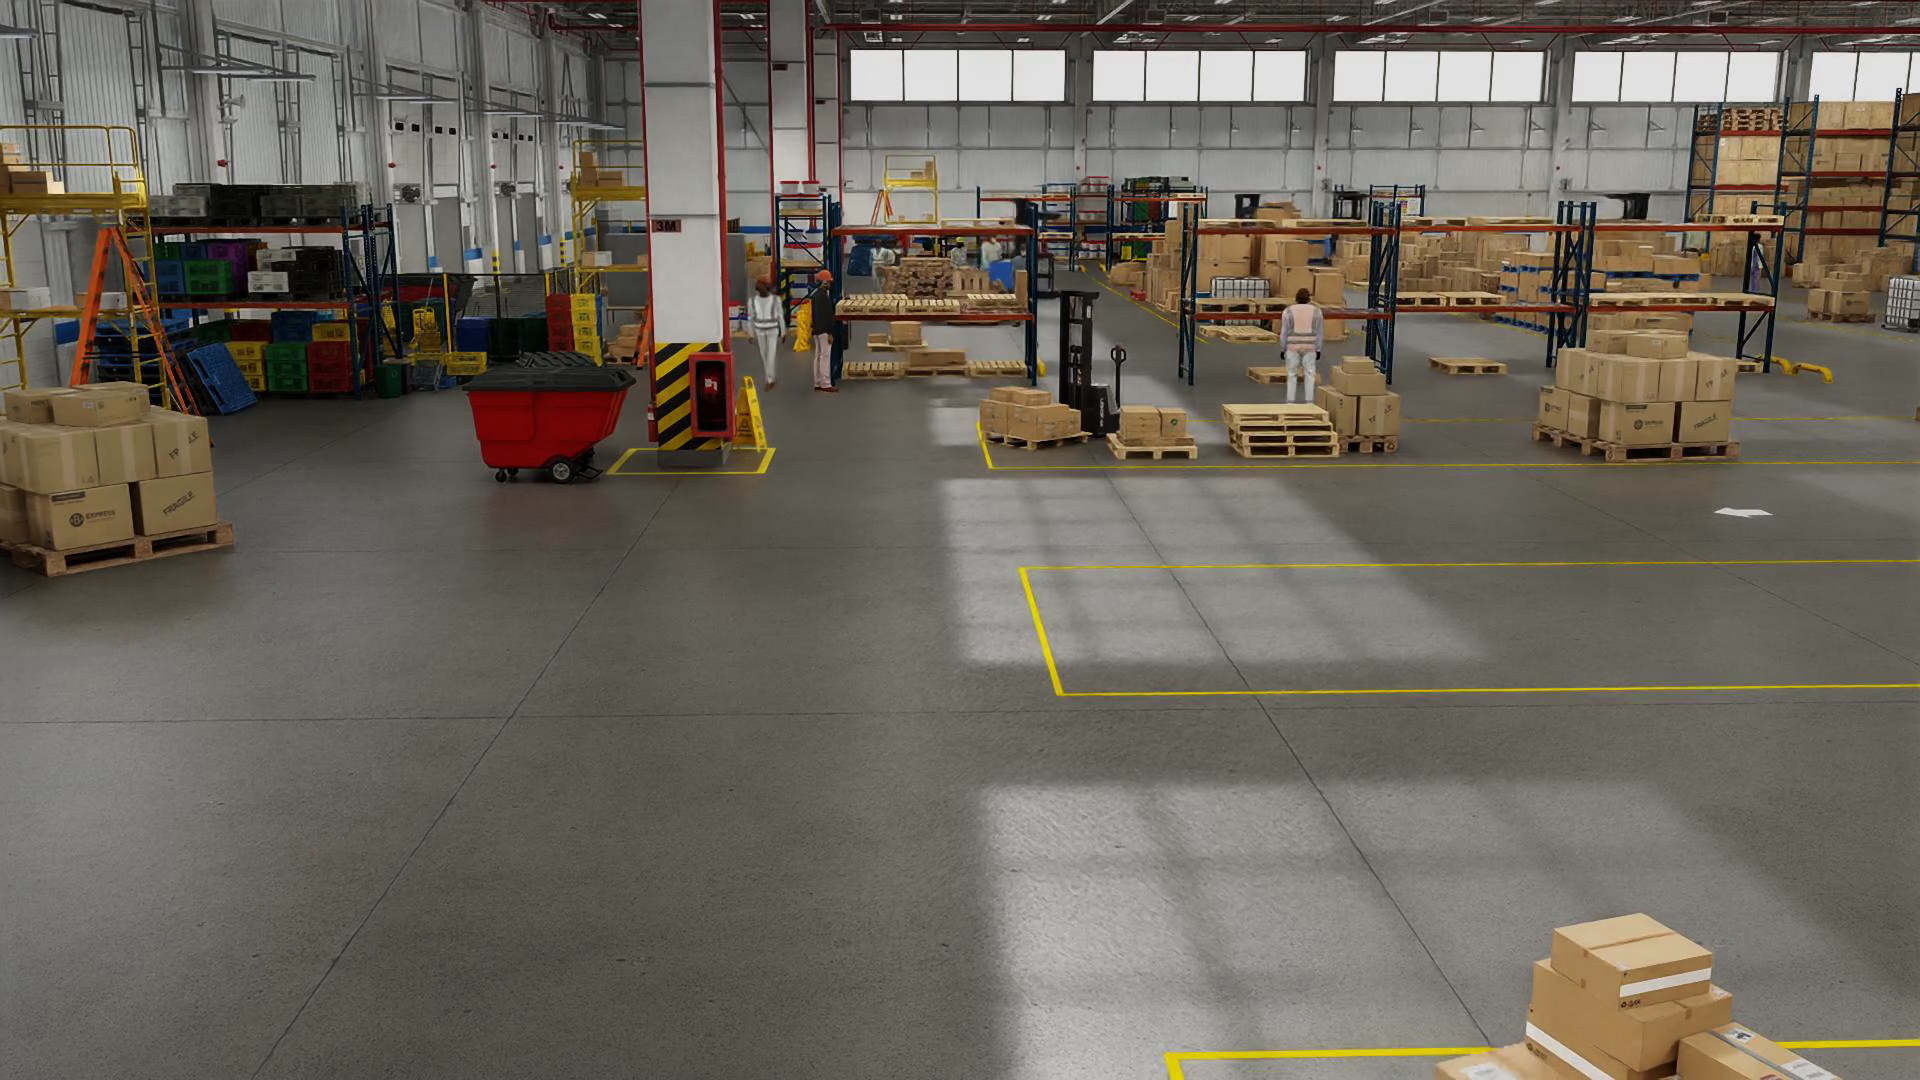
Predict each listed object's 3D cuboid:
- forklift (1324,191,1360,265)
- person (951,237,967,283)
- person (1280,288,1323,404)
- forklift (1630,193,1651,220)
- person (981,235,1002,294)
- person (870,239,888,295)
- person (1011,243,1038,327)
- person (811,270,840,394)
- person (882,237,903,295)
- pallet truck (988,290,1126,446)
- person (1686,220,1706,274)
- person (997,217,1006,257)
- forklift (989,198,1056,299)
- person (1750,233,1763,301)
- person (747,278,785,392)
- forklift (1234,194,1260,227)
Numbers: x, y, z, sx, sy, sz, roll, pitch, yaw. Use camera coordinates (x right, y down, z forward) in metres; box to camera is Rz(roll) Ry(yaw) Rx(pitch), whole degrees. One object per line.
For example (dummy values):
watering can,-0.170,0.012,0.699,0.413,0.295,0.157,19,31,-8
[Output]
forklift,14.572,-11.808,63.033,1.129,2.768,1.873,0,12,-2
person,-0.021,-7.681,46.989,0.485,1.744,0.294,-6,14,-26
person,5.132,-2.870,25.042,0.629,1.842,0.429,1,13,6
forklift,23.521,-10.626,57.696,1.873,2.768,1.129,1,13,4
person,0.882,-7.655,46.564,0.642,1.884,1.035,-4,13,-19
person,-2.361,-7.908,48.259,0.528,1.636,0.309,1,13,6
person,1.481,-5.879,38.416,0.629,1.937,0.373,4,13,16
person,-2.208,-3.377,26.978,0.376,1.997,0.612,-6,14,-26
person,-1.811,-7.278,45.056,0.851,1.825,0.533,10,16,39
pallet truck,1.257,-2.299,22.111,1.885,1.965,0.823,-9,15,-35
person,25.367,-10.040,57.159,0.613,1.948,0.939,-2,13,-11
person,1.515,-10.712,60.231,0.361,1.935,0.553,4,13,19
forklift,1.732,-8.194,46.717,1.873,2.768,1.129,0,12,-2
person,21.715,-7.408,45.364,0.371,1.915,0.595,8,15,31
person,-3.192,-3.351,27.198,0.578,1.842,0.921,2,13,11
forklift,9.450,-10.045,55.072,1.129,2.768,1.873,-11,17,-41
